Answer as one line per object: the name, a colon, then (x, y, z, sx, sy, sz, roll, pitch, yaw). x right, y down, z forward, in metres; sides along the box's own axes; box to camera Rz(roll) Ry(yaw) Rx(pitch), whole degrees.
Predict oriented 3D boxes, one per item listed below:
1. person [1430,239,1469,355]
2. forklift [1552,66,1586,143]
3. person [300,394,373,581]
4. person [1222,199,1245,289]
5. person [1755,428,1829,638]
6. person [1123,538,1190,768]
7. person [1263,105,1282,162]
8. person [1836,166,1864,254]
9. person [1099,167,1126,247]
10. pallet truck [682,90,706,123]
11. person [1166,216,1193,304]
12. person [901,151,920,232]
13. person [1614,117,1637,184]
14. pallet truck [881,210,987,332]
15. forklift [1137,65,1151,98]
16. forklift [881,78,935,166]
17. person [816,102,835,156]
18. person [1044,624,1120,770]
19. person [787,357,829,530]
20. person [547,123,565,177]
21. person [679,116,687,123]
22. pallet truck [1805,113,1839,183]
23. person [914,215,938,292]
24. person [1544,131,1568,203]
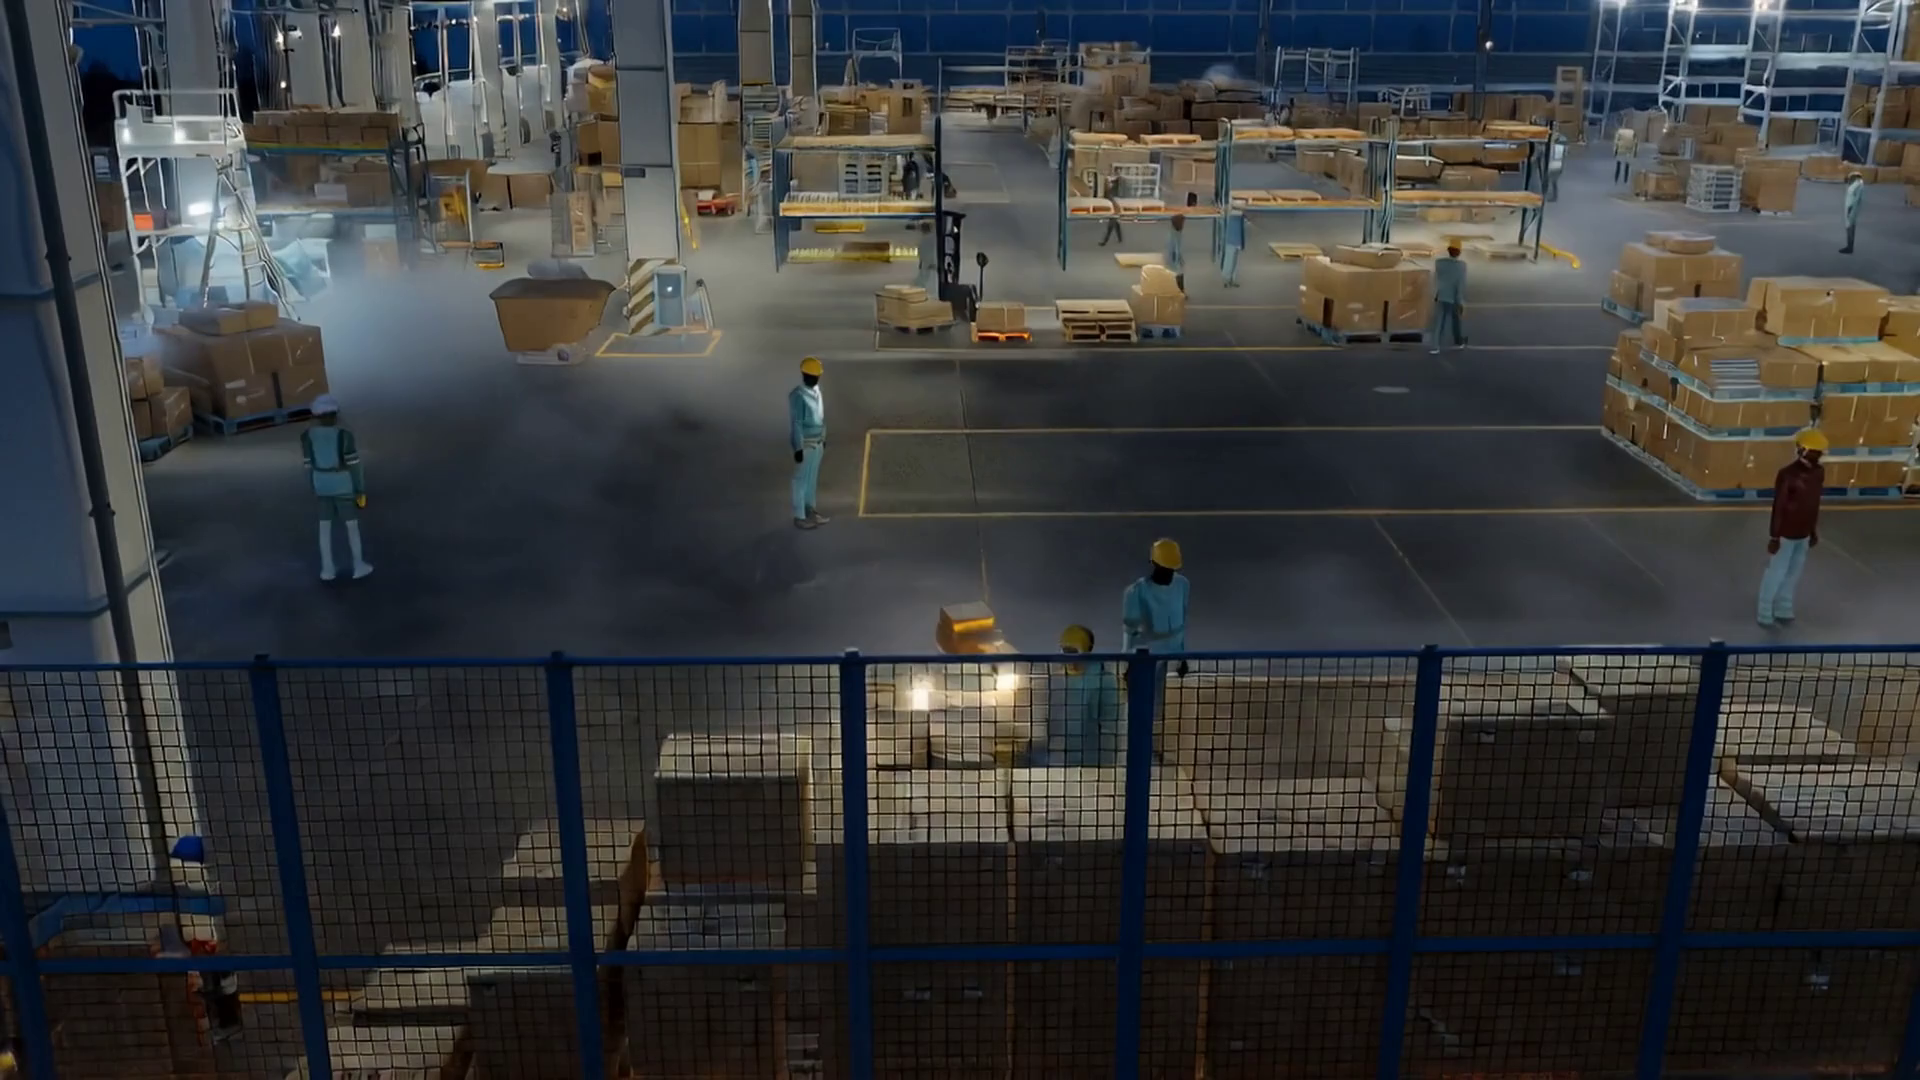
person: (8.064, -4.000, 27.285, 0.591, 1.881, 0.962, 16, 24, 39)
forklift: (22.637, -16.279, 62.164, 1.129, 2.768, 1.873, -1, 19, -3)
person: (-6.365, -0.533, 16.964, 0.598, 1.915, 0.418, -1, 19, -3)
person: (5.462, -5.884, 33.047, 0.532, 1.766, 0.325, -12, 22, -33)
person: (7.758, -0.078, 15.466, 0.622, 1.993, 0.382, -10, 21, -27)
person: (1.513, 0.891, 12.701, 0.594, 1.922, 0.386, -11, 21, -29)
person: (10.553, -13.697, 56.046, 0.623, 1.872, 0.956, -2, 19, -5)
person: (19.961, -7.395, 37.262, 0.373, 1.934, 0.551, 14, 23, 36)
person: (3.478, -7.627, 38.160, 0.960, 1.793, 0.540, -16, 24, -39)
pallet truck: (-9.671, -15.907, 62.421, 0.823, 1.965, 1.885, 5, 19, 15)
person: (4.018, -5.311, 31.489, 0.759, 1.669, 0.529, 0, 19, -1)
person: (-1.201, -8.514, 40.580, 0.353, 1.936, 0.635, -12, 22, -32)
person: (19.970, -11.687, 49.949, 0.610, 1.964, 0.366, 9, 20, 24)
pallet truck: (-0.493, -4.759, 29.349, 1.885, 1.965, 0.823, -13, 23, -34)
forklift: (6.899, -16.526, 62.896, 1.873, 2.768, 1.129, 4, 19, 13)
forklift: (-1.707, -13.628, 54.300, 1.129, 2.768, 1.873, -11, 21, -29)
person: (-4.654, -14.303, 57.907, 0.951, 1.832, 0.606, -12, 22, -33)
person: (0.780, 1.448, 11.034, 0.371, 1.935, 0.627, -13, 23, -35)
person: (-1.684, -1.093, 18.553, 0.397, 1.942, 0.615, 7, 20, 21)
person: (-12.614, -12.191, 51.969, 0.548, 1.614, 0.685, -2, 19, -6)
person: (-8.407, -11.998, 50.926, 0.381, 1.937, 0.647, -4, 19, -11)
pallet truck: (26.403, -11.957, 50.702, 0.823, 1.965, 1.885, 6, 19, 16)
person: (-0.612, -5.275, 31.323, 0.488, 1.708, 0.842, 13, 23, 34)
person: (16.416, -10.302, 45.914, 0.564, 1.914, 0.585, -4, 19, -11)
